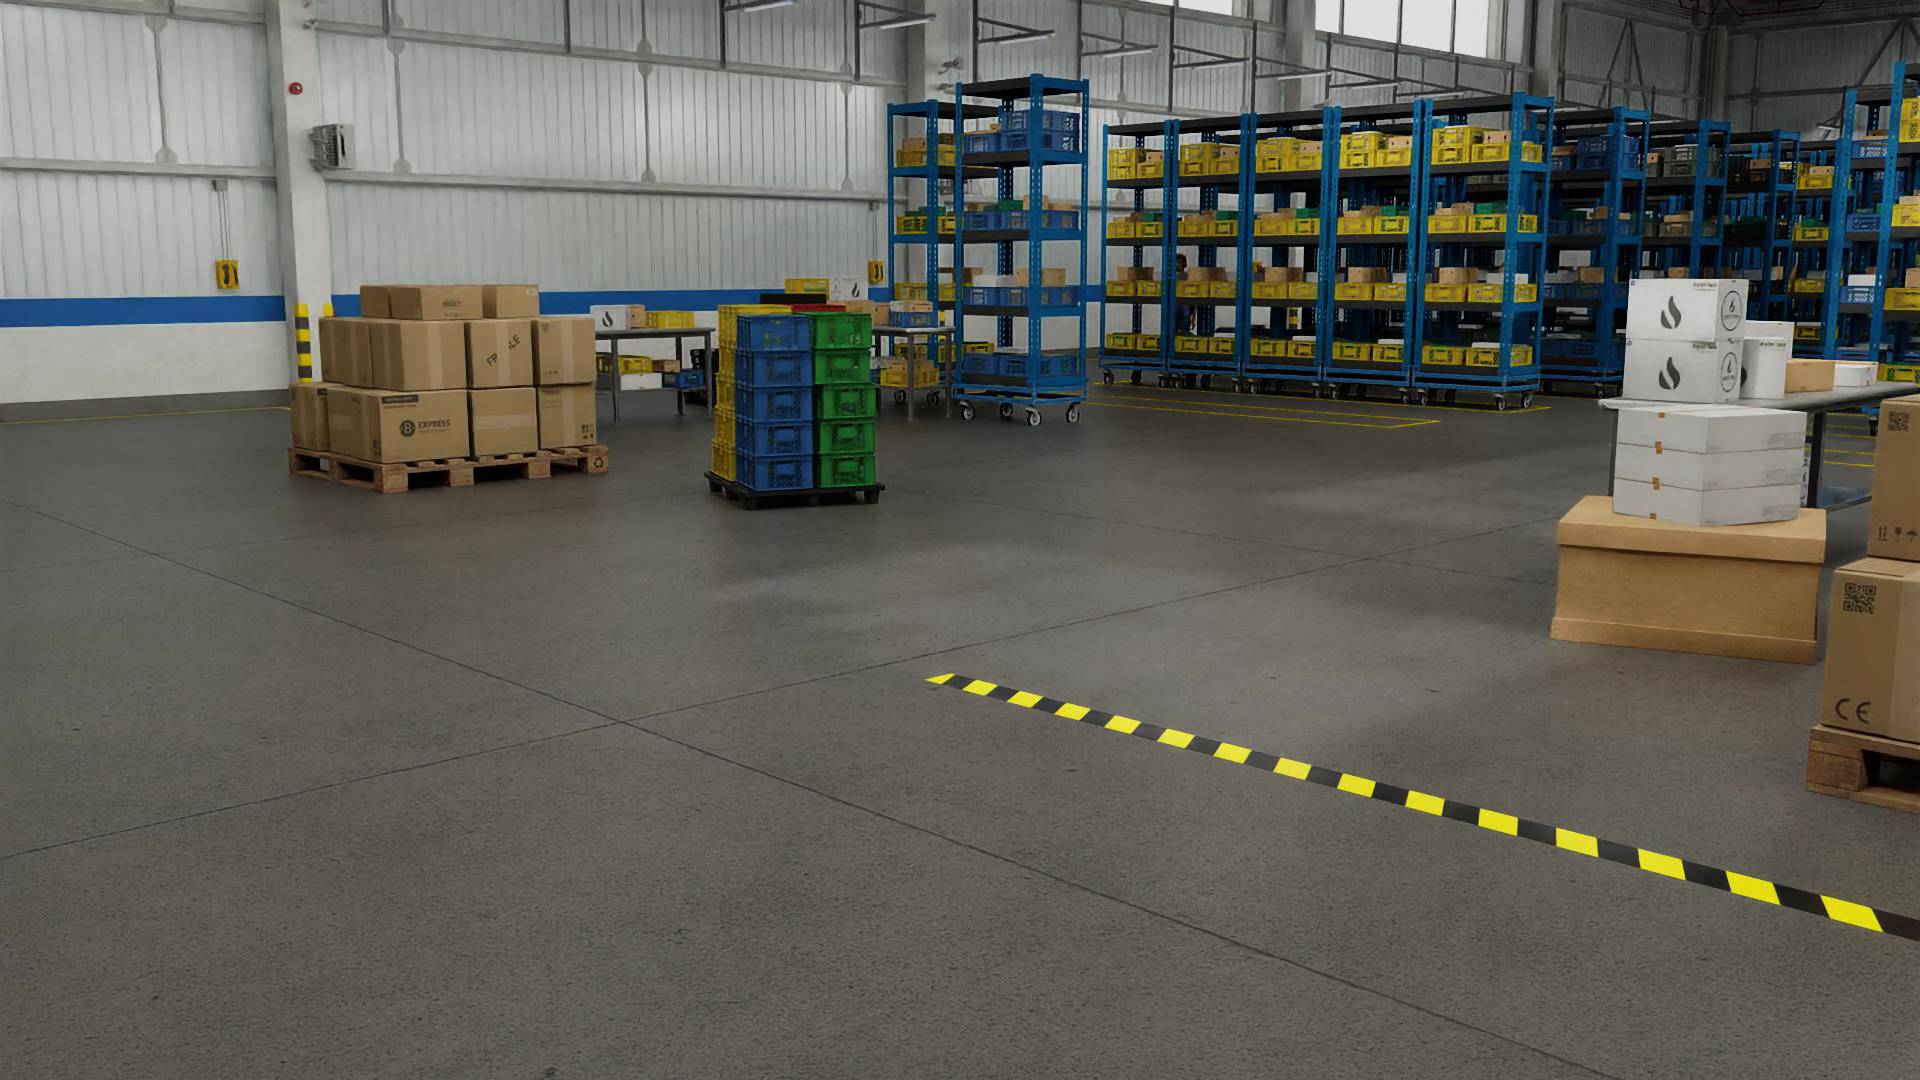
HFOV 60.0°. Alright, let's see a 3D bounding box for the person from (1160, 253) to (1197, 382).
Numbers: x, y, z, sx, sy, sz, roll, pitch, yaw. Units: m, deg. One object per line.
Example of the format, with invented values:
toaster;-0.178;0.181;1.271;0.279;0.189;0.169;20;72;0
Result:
person;3.169;-3.212;24.028;0.575;1.843;0.375;7;12;35
